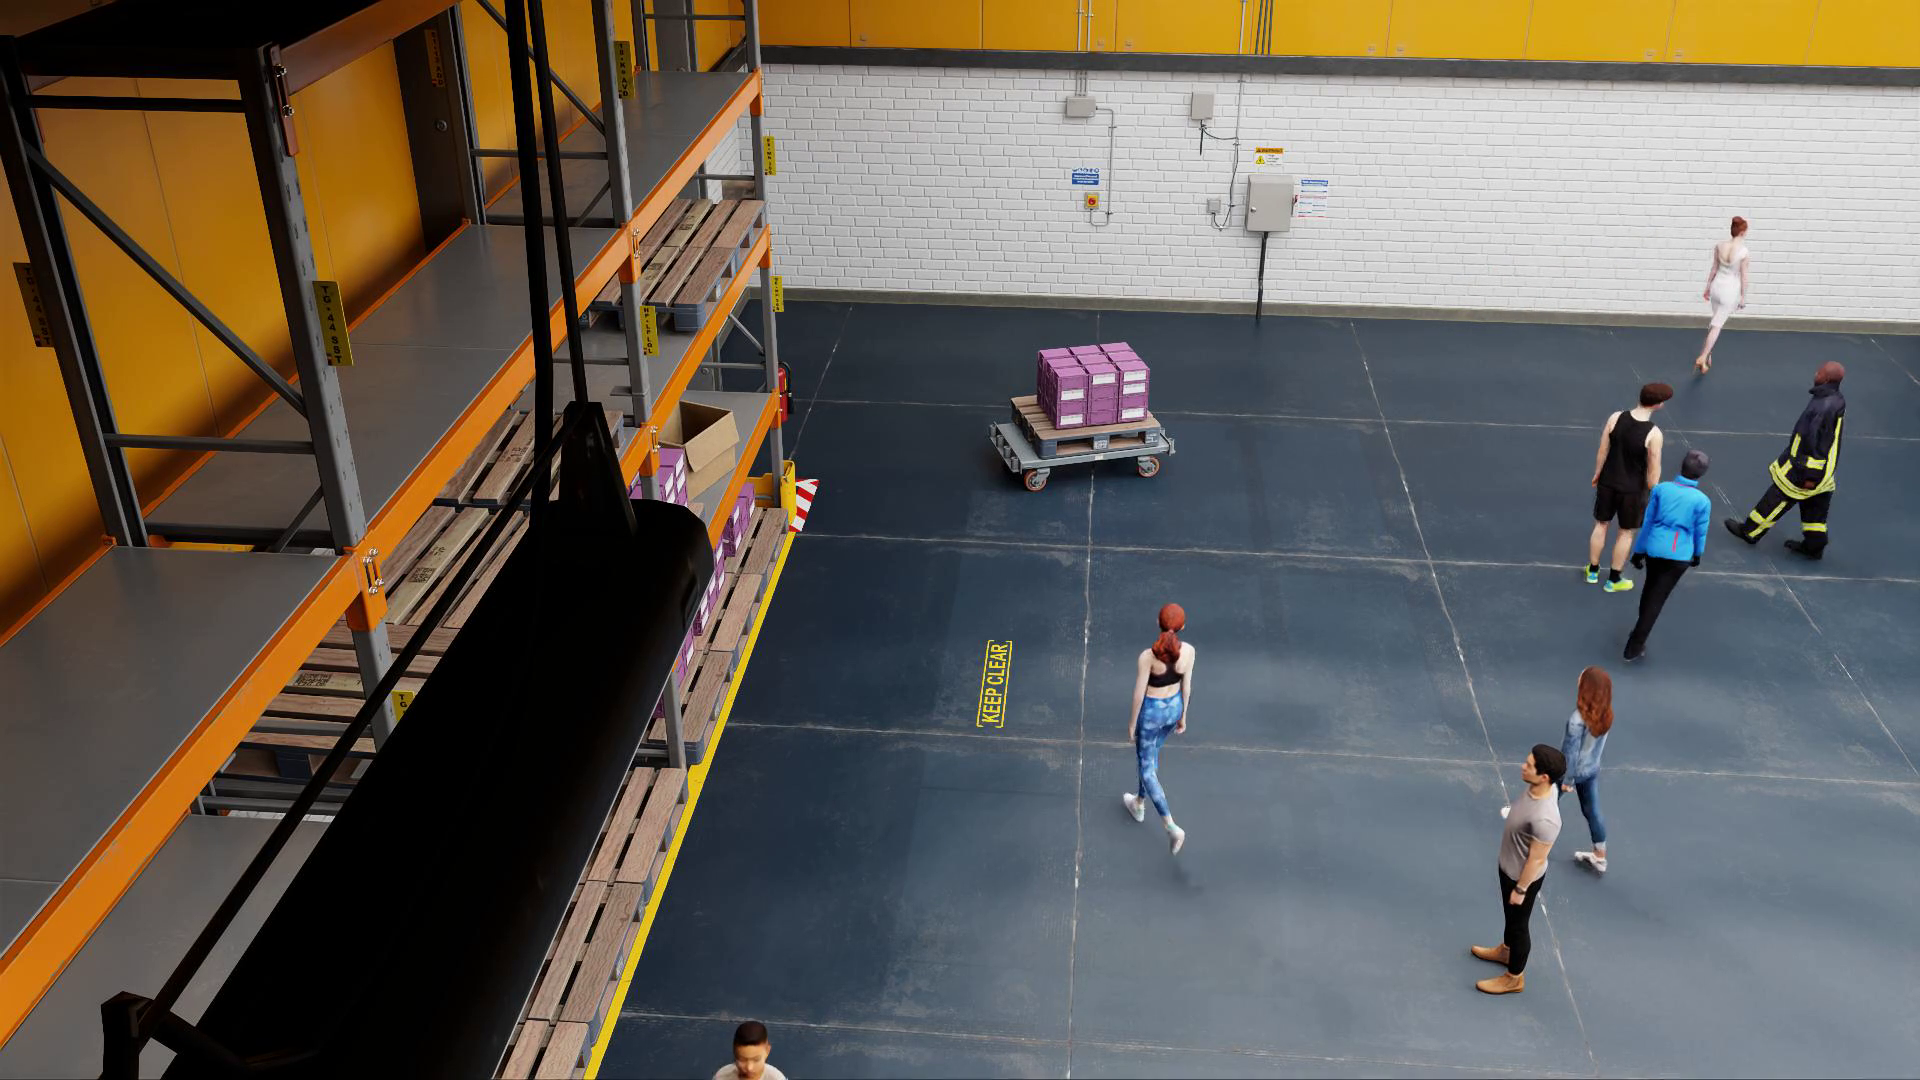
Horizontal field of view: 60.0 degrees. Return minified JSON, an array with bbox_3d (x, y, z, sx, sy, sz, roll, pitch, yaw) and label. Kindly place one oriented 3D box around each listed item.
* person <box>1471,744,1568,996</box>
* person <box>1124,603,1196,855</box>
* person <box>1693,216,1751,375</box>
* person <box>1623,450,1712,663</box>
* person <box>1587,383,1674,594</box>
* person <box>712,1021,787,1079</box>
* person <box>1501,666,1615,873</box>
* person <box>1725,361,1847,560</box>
[{"bbox_3d":[3.301,1.908,9.731,0.693,1.724,0.505,6,29,11],"label":"person"},{"bbox_3d":[1.344,1.253,10.899,0.894,1.756,1.155,-11,30,-19],"label":"person"},{"bbox_3d":[8.172,-2.616,17.967,0.788,1.780,0.723,-15,32,-26],"label":"person"},{"bbox_3d":[5.436,0.168,12.889,1.014,1.756,1.116,25,37,38],"label":"person"},{"bbox_3d":[5.546,-0.472,13.933,0.797,1.879,0.834,18,33,30],"label":"person"},{"bbox_3d":[-1.015,2.915,8.178,0.549,1.444,0.940,1,29,3],"label":"person"},{"bbox_3d":[4.069,1.506,10.764,0.994,1.442,1.077,-20,34,-32],"label":"person"},{"bbox_3d":[7.453,-0.656,14.366,1.168,1.789,1.174,21,35,33],"label":"person"}]
